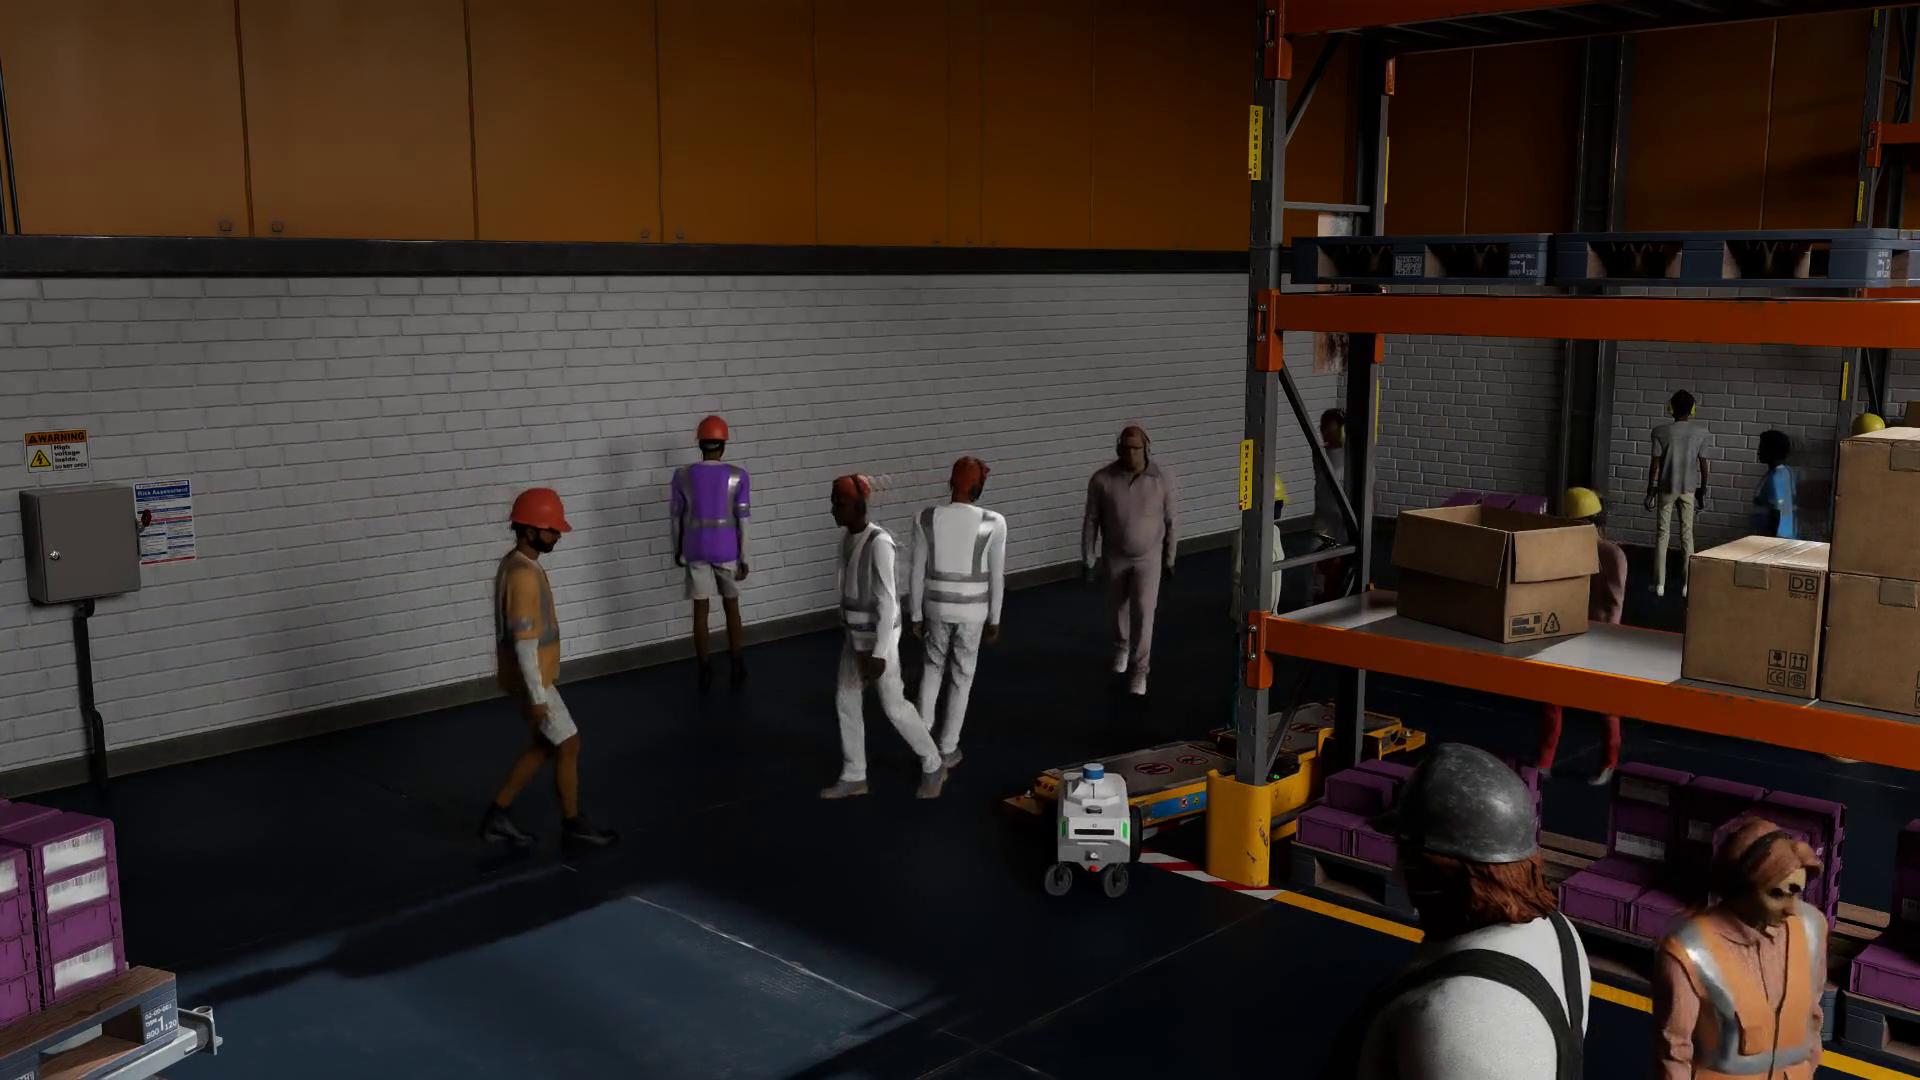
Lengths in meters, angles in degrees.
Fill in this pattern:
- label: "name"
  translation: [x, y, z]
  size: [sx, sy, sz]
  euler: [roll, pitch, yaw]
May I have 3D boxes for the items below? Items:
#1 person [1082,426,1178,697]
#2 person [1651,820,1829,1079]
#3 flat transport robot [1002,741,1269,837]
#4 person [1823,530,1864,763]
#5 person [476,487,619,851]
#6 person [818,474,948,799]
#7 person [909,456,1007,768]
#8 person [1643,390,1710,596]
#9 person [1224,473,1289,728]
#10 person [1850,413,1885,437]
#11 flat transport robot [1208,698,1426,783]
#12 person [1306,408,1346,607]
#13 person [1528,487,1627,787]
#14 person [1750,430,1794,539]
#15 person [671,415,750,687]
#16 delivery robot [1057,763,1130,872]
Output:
- label: "person"
  translation: [1.207, 0.105, 11.832]
  size: [0.664, 1.864, 0.994]
  euler: [1, 9, 9]
- label: "person"
  translation: [1.959, 1.465, 4.192]
  size: [0.540, 1.616, 0.393]
  euler: [-3, 10, -16]
- label: "flat transport robot"
  translation: [0.995, 1.351, 9.041]
  size: [1.431, 0.197, 0.652]
  euler: [-6, 11, -35]
- label: "person"
  translation: [5.374, 0.416, 9.984]
  size: [0.430, 1.841, 0.623]
  euler: [1, 9, 9]
- label: "person"
  translation: [-2.074, 0.665, 8.295]
  size: [0.674, 1.888, 0.601]
  euler: [-3, 10, -17]
- label: "person"
  translation: [-0.397, 0.544, 9.228]
  size: [0.763, 1.856, 0.602]
  euler: [-5, 10, -28]
- label: "person"
  translation: [-0.005, 0.433, 9.799]
  size: [0.570, 1.864, 0.401]
  euler: [2, 10, 13]
- label: "person"
  translation: [6.461, -0.417, 15.015]
  size: [0.537, 1.862, 0.314]
  euler: [2, 10, 13]
- label: "person"
  translation: [1.780, 0.471, 9.870]
  size: [0.326, 1.765, 0.533]
  euler: [6, 11, 33]
- label: "person"
  translation: [6.471, 0.054, 11.935]
  size: [0.591, 1.923, 0.381]
  euler: [-3, 10, -17]
- label: "flat transport robot"
  translation: [2.109, 1.202, 9.956]
  size: [1.431, 0.197, 0.652]
  euler: [-8, 12, -41]
- label: "person"
  translation: [3.117, -0.176, 13.660]
  size: [0.912, 1.836, 0.522]
  euler: [-8, 12, -42]
- label: "person"
  translation: [3.523, 0.565, 9.391]
  size: [0.654, 1.732, 0.544]
  euler: [-5, 11, -29]
- label: "person"
  translation: [6.413, -0.035, 13.210]
  size: [0.362, 1.684, 0.539]
  euler: [5, 11, 29]
- label: "person"
  translation: [-1.756, 0.078, 11.773]
  size: [0.560, 1.927, 0.432]
  euler: [-1, 9, -6]
- label: "delivery robot"
  translation: [0.642, 1.326, 8.041]
  size: [0.477, 0.478, 0.707]
  euler: [0, 9, 3]
